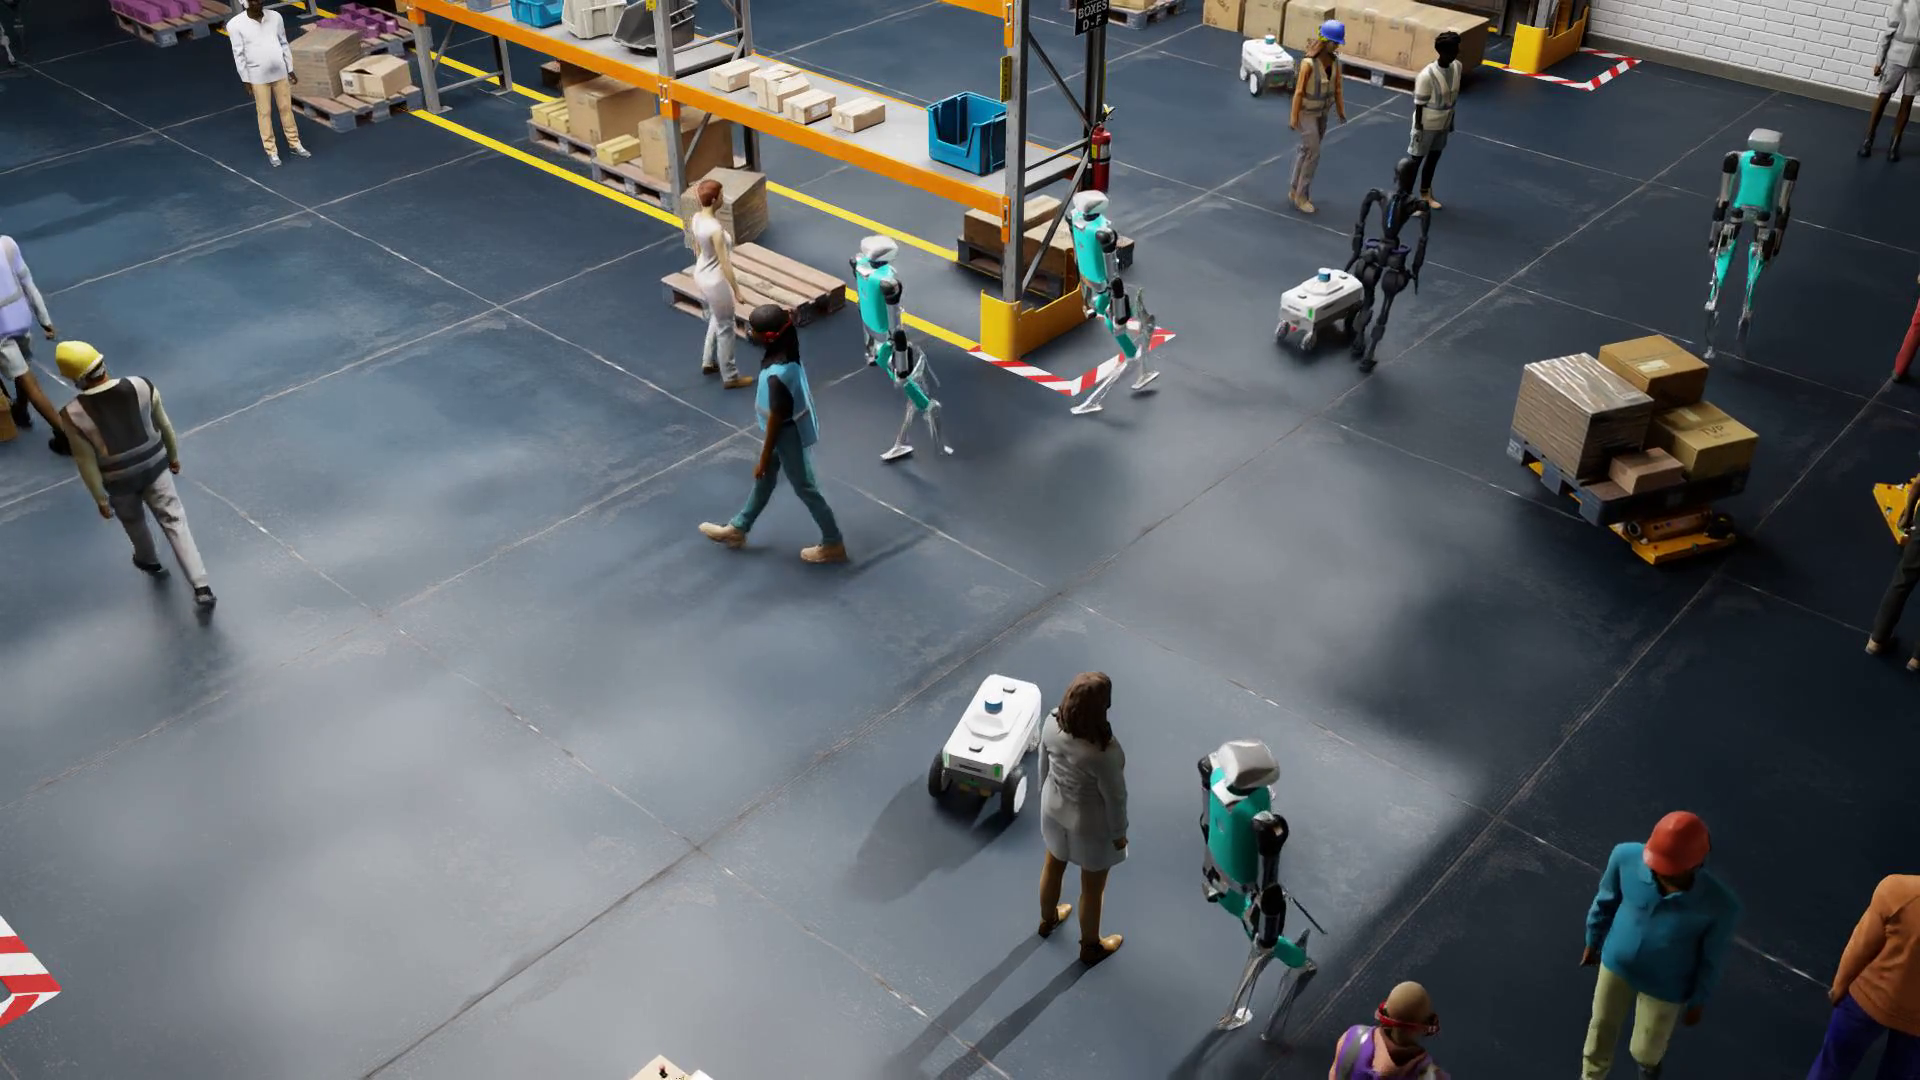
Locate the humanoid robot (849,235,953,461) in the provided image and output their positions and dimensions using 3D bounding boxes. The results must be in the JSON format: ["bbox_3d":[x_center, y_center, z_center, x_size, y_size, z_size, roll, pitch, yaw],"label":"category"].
[{"bbox_3d":[-0.334,-1.257,11.437,0.779,1.892,0.546,-20,39,-26],"label":"humanoid robot"}]

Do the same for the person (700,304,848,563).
[{"bbox_3d":[-1.191,-0.625,10.349,0.986,1.815,0.540,-3,35,-4],"label":"person"}]

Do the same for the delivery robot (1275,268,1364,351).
[{"bbox_3d":[2.885,-1.889,13.279,0.769,0.577,0.499,-27,43,-33],"label":"delivery robot"}]

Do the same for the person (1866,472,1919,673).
[{"bbox_3d":[5.662,-0.066,9.521,0.326,1.842,0.513,-28,44,-35],"label":"person"}]

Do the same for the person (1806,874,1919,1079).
[{"bbox_3d":[3.776,1.835,6.660,0.512,1.974,0.406,16,38,22],"label":"person"}]

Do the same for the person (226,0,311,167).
[{"bbox_3d":[-6.673,-4.510,16.033,0.319,1.755,0.562,28,43,34],"label":"person"}]

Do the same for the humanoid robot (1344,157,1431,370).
[{"bbox_3d":[3.214,-2.112,12.632,0.597,1.642,0.352,17,38,22],"label":"humanoid robot"}]

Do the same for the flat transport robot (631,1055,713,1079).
[{"bbox_3d":[-0.991,2.704,6.893,1.431,0.231,0.659,24,41,31],"label":"flat transport robot"}]

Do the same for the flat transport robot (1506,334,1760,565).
[{"bbox_3d":[4.513,-0.343,11.307,0.659,0.231,1.431,-12,36,-17],"label":"flat transport robot"}]

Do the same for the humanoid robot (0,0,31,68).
[{"bbox_3d":[-10.708,-6.116,18.487,0.589,1.650,0.763,-16,38,-22],"label":"humanoid robot"}]

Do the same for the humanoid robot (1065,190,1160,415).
[{"bbox_3d":[1.249,-1.760,12.124,0.989,1.757,0.554,-17,38,-24],"label":"humanoid robot"}]

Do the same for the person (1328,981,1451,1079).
[{"bbox_3d":[1.556,2.303,6.246,0.594,1.663,0.489,-28,43,-34],"label":"person"}]

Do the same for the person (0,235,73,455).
[{"bbox_3d":[-6.683,-1.505,11.578,0.999,1.880,0.549,18,39,25],"label":"person"}]

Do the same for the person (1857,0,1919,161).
[{"bbox_3d":[9.156,-4.628,16.060,0.548,1.927,0.390,13,37,19],"label":"person"}]

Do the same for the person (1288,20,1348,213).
[{"bbox_3d":[3.250,-3.828,15.043,0.483,1.745,0.577,-26,42,-32],"label":"person"}]

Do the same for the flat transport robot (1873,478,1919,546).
[{"bbox_3d":[6.909,-0.137,11.008,1.431,0.231,0.659,6,35,8],"label":"flat transport robot"}]

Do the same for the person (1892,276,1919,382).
[{"bbox_3d":[7.380,-1.943,12.315,0.517,1.757,0.340,25,42,31],"label":"person"}]

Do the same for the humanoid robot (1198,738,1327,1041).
[{"bbox_3d":[1.371,1.556,7.308,0.698,1.838,0.532,-15,37,-21],"label":"humanoid robot"}]

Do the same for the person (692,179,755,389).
[{"bbox_3d":[-1.774,-1.881,12.316,0.344,1.658,0.475,-18,38,-24],"label":"person"}]

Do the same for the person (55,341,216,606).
[{"bbox_3d":[-4.992,-0.400,10.068,0.594,1.776,0.936,-26,42,-32],"label":"person"}]

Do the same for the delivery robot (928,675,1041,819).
[{"bbox_3d":[0.169,1.100,8.980,0.499,0.612,0.801,13,37,17],"label":"delivery robot"}]

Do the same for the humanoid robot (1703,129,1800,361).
[{"bbox_3d":[5.944,-2.158,12.707,0.573,1.841,0.722,16,38,21],"label":"humanoid robot"}]

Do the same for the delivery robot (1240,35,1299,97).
[{"bbox_3d":[3.334,-5.171,18.029,0.499,0.570,0.750,-8,35,-12],"label":"delivery robot"}]

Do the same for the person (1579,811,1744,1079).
[{"bbox_3d":[2.877,1.764,6.960,0.569,1.733,0.457,29,44,35],"label":"person"}]

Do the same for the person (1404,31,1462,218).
[{"bbox_3d":[4.265,-3.757,15.001,0.533,1.691,0.319,-23,41,-29],"label":"person"}]

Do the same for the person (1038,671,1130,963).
[{"bbox_3d":[0.579,1.275,7.737,0.495,1.659,0.336,28,43,34],"label":"person"}]
